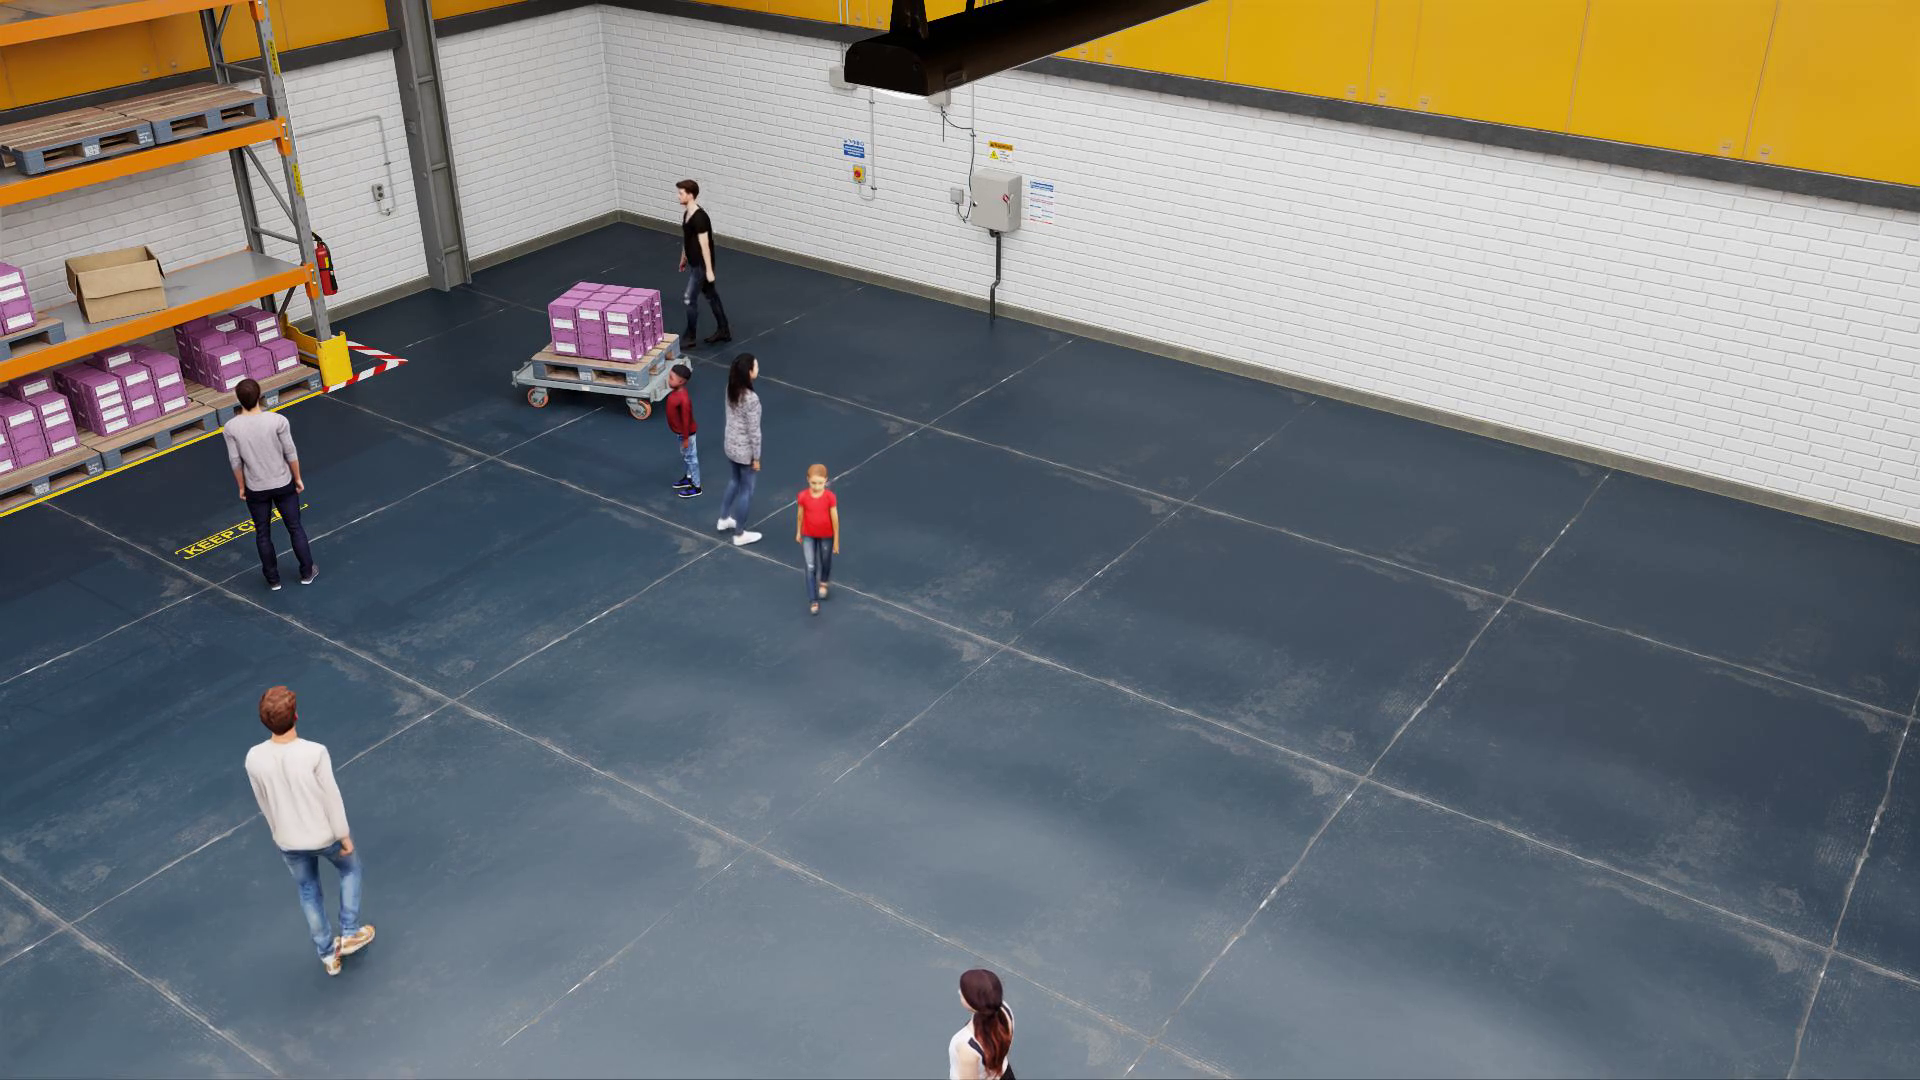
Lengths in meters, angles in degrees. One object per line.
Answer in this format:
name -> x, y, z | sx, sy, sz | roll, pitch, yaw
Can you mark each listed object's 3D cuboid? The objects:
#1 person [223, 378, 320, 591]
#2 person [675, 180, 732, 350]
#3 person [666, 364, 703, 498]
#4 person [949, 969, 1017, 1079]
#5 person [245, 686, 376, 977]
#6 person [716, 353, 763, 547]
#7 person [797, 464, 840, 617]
person -> -5.620, -0.458, 13.524 | 0.689, 1.844, 0.797 | -10, 30, -18
person -> -2.739, -3.004, 18.167 | 1.090, 1.868, 0.986 | -10, 30, -17
person -> -2.502, -1.015, 15.161 | 0.619, 1.254, 0.579 | -10, 30, -18
person -> 0.128, 2.695, 7.951 | 0.623, 1.646, 0.478 | 15, 32, 25
person -> -3.721, 1.728, 9.470 | 0.784, 1.889, 0.820 | -1, 29, -2
person -> -1.887, -0.775, 14.241 | 0.710, 1.714, 0.715 | -22, 36, -35
person -> -1.143, -0.072, 13.402 | 0.817, 1.283, 0.931 | 0, 29, 0
